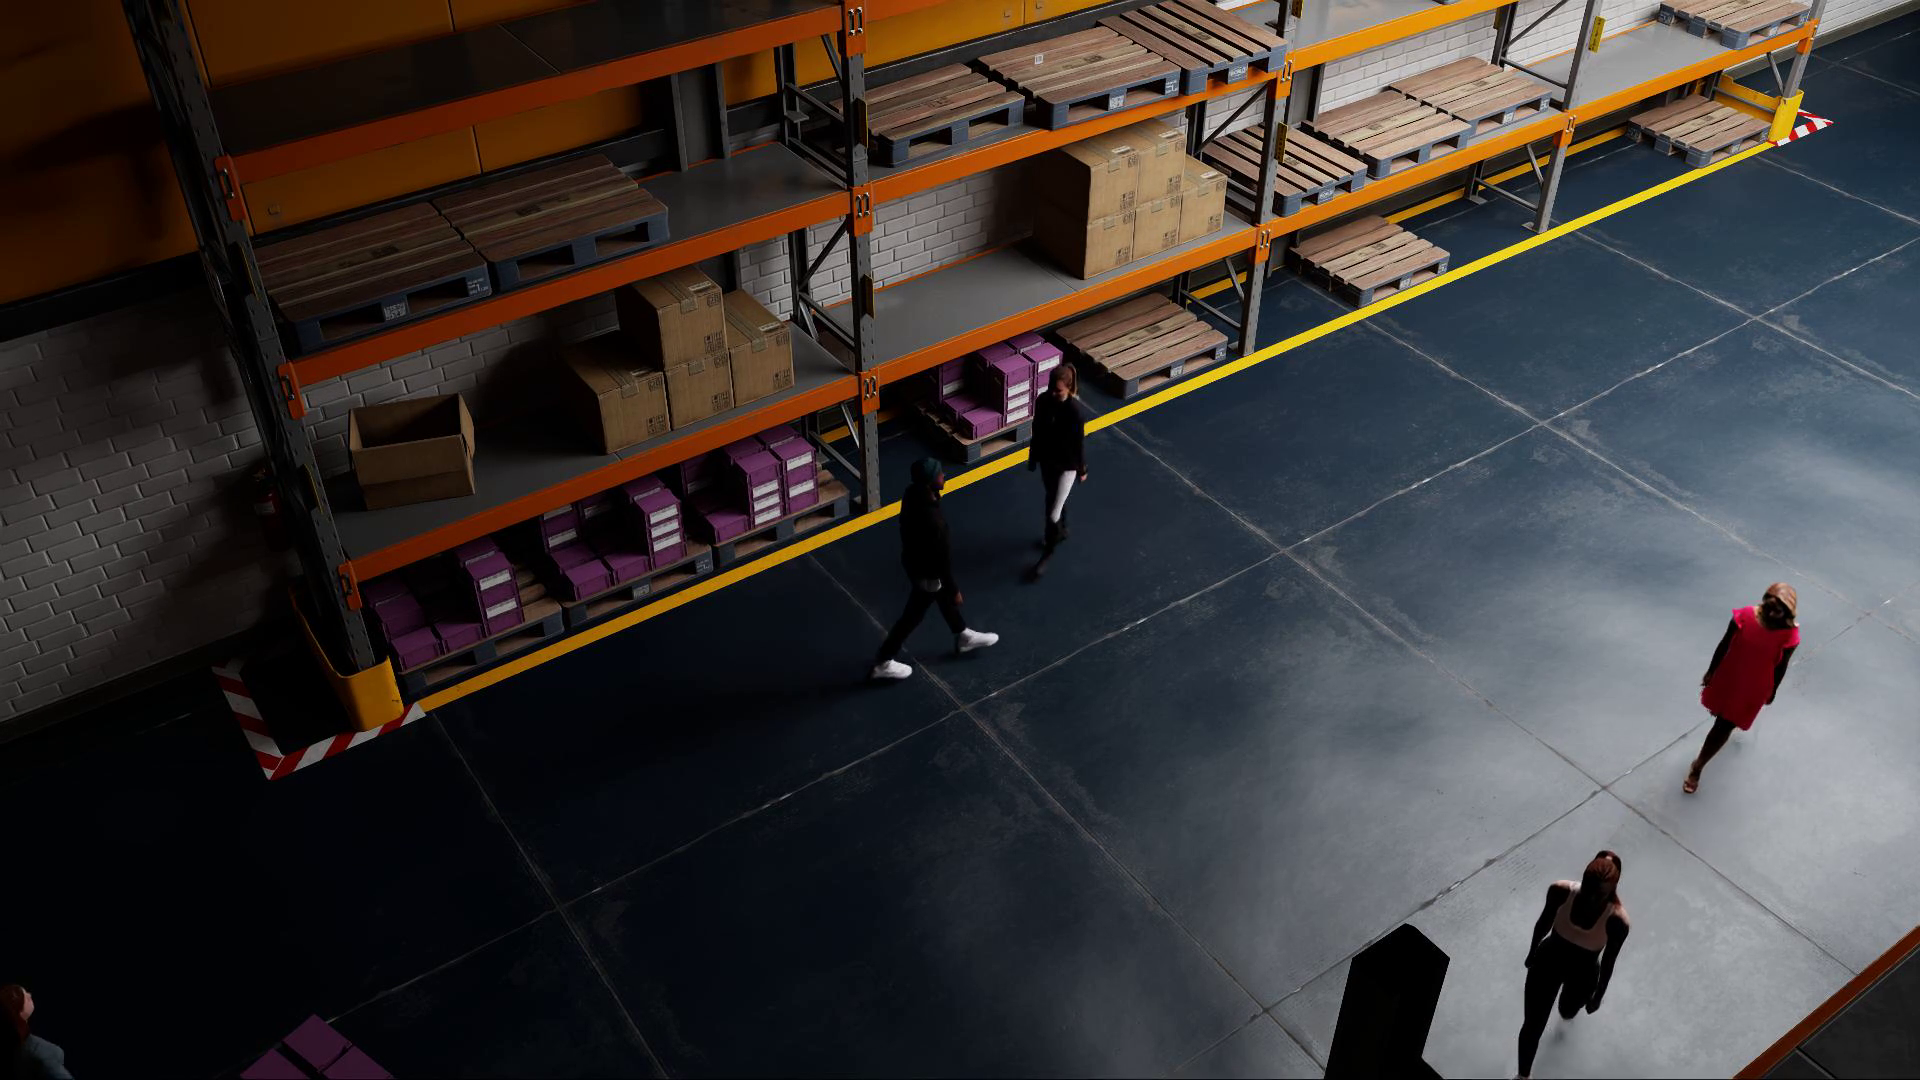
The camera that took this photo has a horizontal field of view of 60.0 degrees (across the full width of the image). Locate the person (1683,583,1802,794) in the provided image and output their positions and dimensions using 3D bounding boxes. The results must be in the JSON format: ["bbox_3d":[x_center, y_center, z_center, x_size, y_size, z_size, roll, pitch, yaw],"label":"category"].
[{"bbox_3d":[4.948,0.852,10.451,0.766,1.691,1.023,29,47,31],"label":"person"}]

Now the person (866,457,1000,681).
[{"bbox_3d":[-0.312,0.232,11.162,1.305,1.773,0.965,-10,40,-12],"label":"person"}]

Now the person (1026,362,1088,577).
[{"bbox_3d":[0.780,-0.571,12.222,0.747,1.707,0.906,28,46,30],"label":"person"}]

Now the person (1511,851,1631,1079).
[{"bbox_3d":[3.218,2.211,8.729,0.809,1.717,1.171,26,45,28],"label":"person"}]
